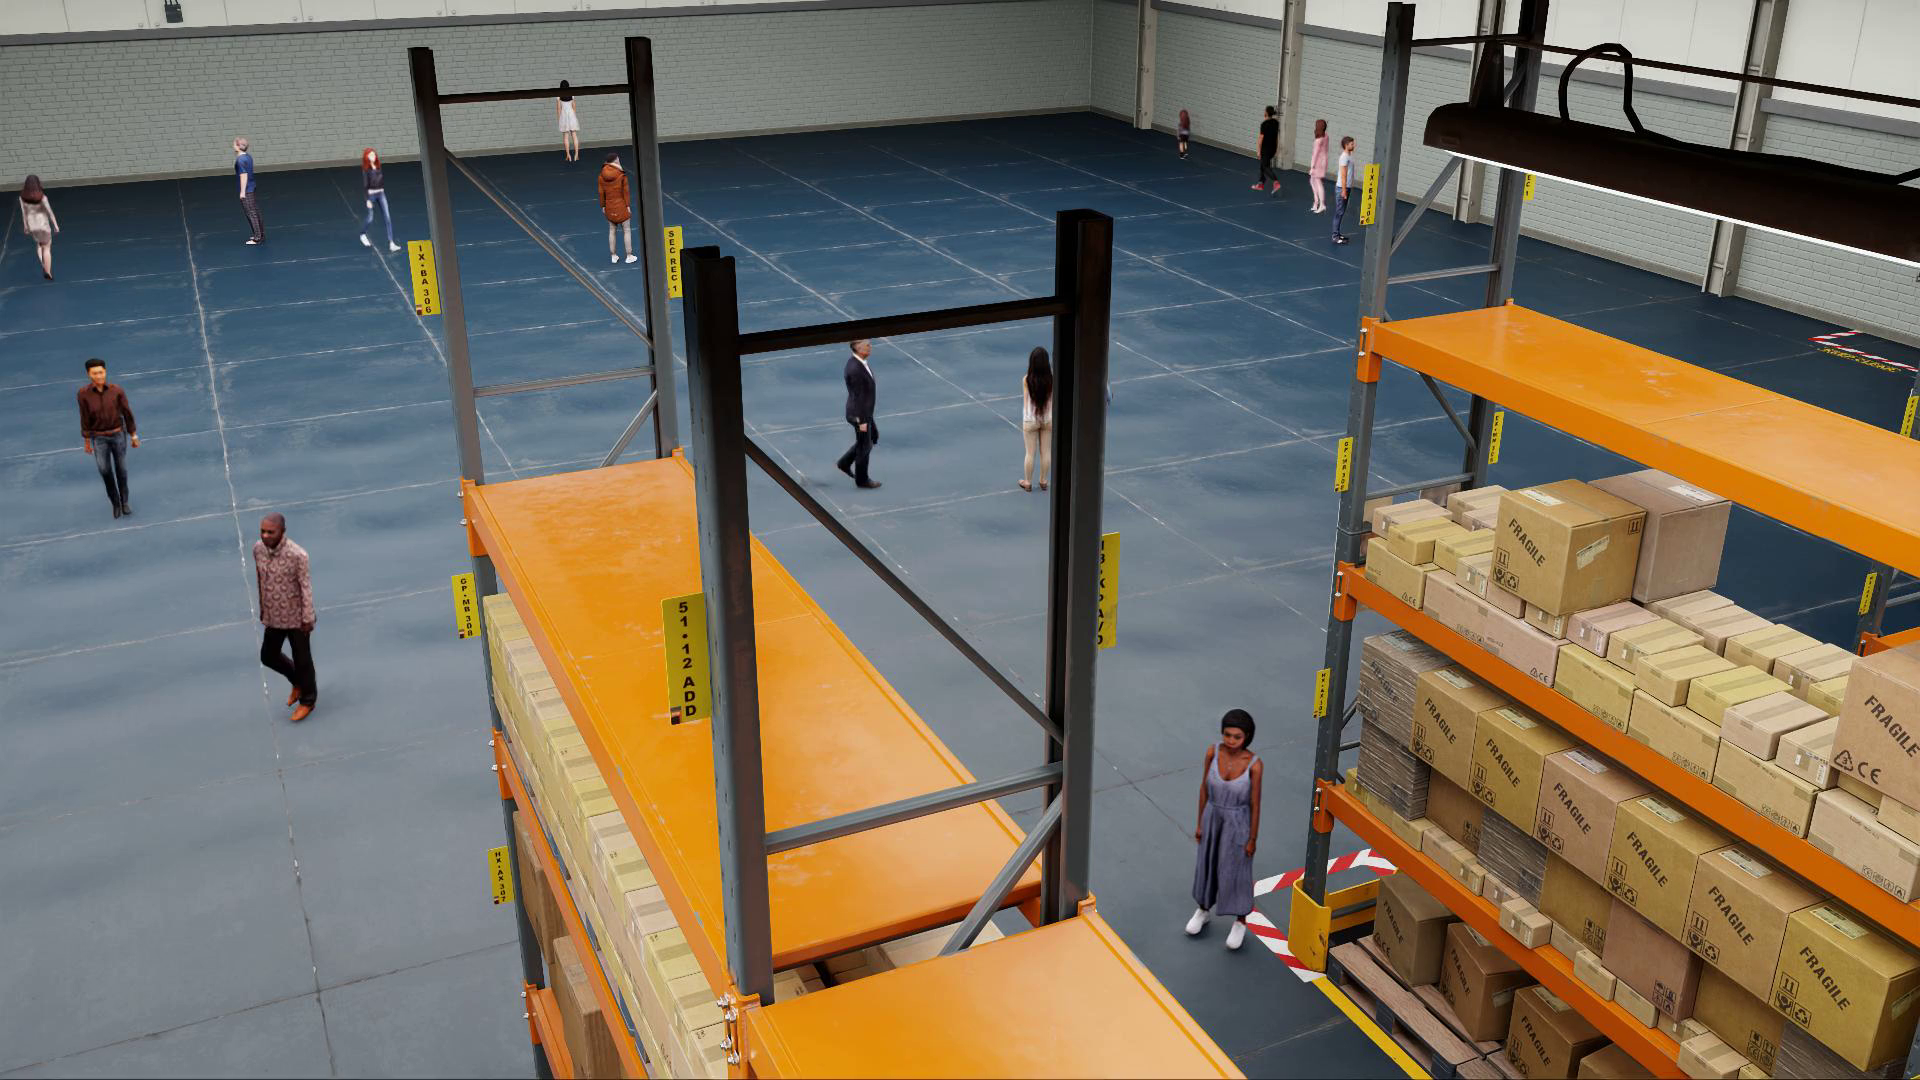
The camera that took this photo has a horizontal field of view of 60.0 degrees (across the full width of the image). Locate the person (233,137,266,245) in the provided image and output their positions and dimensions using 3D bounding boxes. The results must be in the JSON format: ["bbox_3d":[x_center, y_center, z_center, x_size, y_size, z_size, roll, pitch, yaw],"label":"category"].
[{"bbox_3d":[-12.716,-6.247,29.705,0.786,1.871,0.616,-2,23,-4],"label":"person"}]

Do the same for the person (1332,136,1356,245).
[{"bbox_3d":[6.861,-6.287,29.808,0.773,1.865,0.706,7,24,16],"label":"person"}]

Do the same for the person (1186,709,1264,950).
[{"bbox_3d":[1.754,1.861,10.865,0.624,1.695,0.731,14,27,30],"label":"person"}]

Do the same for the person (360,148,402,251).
[{"bbox_3d":[-10.324,-5.964,29.196,1.292,1.750,1.032,15,27,32],"label":"person"}]

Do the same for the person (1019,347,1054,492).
[{"bbox_3d":[0.869,-1.329,18.420,0.618,1.652,0.566,-10,25,-23],"label":"person"}]

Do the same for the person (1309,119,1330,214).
[{"bbox_3d":[7.000,-7.158,31.960,0.818,1.784,0.774,15,27,31],"label":"person"}]

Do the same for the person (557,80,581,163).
[{"bbox_3d":[-8.769,-9.387,37.214,0.632,1.774,0.614,-10,25,-22],"label":"person"}]

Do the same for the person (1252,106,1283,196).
[{"bbox_3d":[6.304,-7.893,33.748,0.825,1.737,1.176,-18,29,-36],"label":"person"}]

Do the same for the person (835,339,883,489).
[{"bbox_3d":[-1.180,-1.439,18.489,0.928,1.802,0.861,0,23,1],"label":"person"}]

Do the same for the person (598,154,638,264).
[{"bbox_3d":[-5.846,-5.648,28.341,0.841,1.837,0.883,5,23,11],"label":"person"}]

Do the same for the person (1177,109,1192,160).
[{"bbox_3d":[5.070,-9.142,37.503,0.483,1.097,0.491,-10,25,-22],"label":"person"}]

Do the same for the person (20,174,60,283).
[{"bbox_3d":[-15.010,-5.045,27.059,0.731,1.731,0.738,-1,23,-2],"label":"person"}]

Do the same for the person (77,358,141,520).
[{"bbox_3d":[-9.101,-1.110,17.765,0.704,1.763,0.661,-13,26,-28],"label":"person"}]

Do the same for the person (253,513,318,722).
[{"bbox_3d":[-5.513,0.582,13.744,0.875,1.796,0.931,7,24,17],"label":"person"}]
